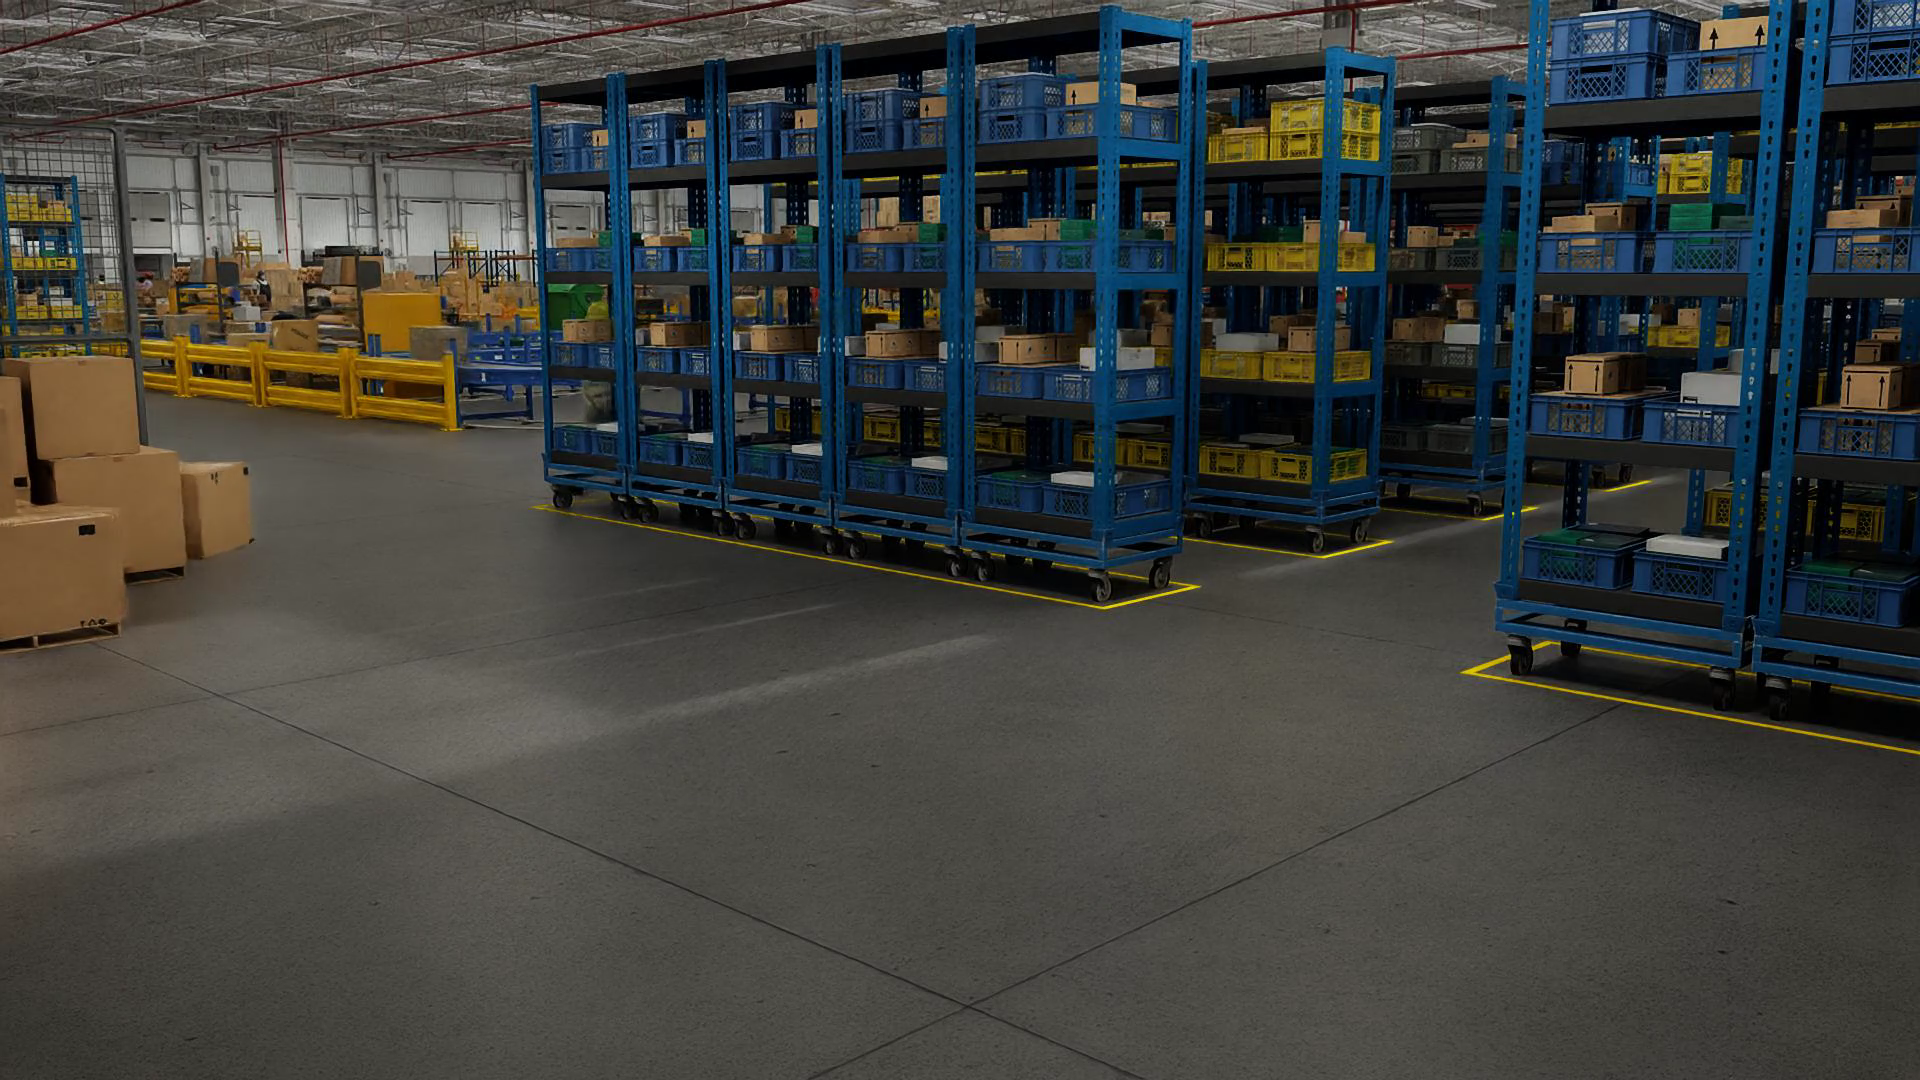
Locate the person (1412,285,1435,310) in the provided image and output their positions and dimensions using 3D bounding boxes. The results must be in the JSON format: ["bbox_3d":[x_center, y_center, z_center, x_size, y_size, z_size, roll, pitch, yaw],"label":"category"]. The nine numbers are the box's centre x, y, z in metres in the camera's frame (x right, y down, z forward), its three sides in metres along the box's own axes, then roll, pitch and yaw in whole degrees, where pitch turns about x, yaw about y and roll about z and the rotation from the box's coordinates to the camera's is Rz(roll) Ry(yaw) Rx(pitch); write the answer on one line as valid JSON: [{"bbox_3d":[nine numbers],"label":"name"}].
[{"bbox_3d":[6.599,-2.819,23.933,0.387,1.996,0.611,3,10,18],"label":"person"}]

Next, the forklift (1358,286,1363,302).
[{"bbox_3d":[11.100,-7.017,46.970,1.873,2.768,1.129,9,13,43],"label":"forklift"}]

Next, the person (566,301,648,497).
[{"bbox_3d":[-3.253,-1.288,15.208,0.614,1.780,0.953,8,12,41],"label":"person"}]

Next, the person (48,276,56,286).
[{"bbox_3d":[-44.538,-12.188,81.589,0.375,1.925,0.595,-9,13,-43],"label":"person"}]

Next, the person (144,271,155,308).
[{"bbox_3d":[-28.327,-8.442,58.379,0.628,1.992,1.006,9,13,44],"label":"person"}]

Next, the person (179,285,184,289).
[{"bbox_3d":[-38.744,-12.286,82.821,0.544,1.712,0.921,9,13,43],"label":"person"}]

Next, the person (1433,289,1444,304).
[{"bbox_3d":[6.602,-2.668,23.640,0.559,1.797,0.933,-5,11,-30],"label":"person"}]

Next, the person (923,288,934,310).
[{"bbox_3d":[-1.209,-8.634,60.575,0.535,1.666,0.677,2,10,13],"label":"person"}]

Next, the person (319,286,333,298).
[{"bbox_3d":[-15.539,-5.502,40.929,0.545,1.818,0.968,4,10,26],"label":"person"}]

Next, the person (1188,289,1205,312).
[{"bbox_3d":[3.612,-3.205,26.595,0.406,1.902,0.636,-5,10,-26],"label":"person"}]

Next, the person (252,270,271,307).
[{"bbox_3d":[-24.175,-8.358,57.757,0.538,2.000,0.681,4,10,24],"label":"person"}]

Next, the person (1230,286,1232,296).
[{"bbox_3d":[9.216,-7.954,55.817,0.808,1.859,0.770,-9,13,-44],"label":"person"}]

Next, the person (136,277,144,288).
[{"bbox_3d":[-38.444,-11.536,78.349,0.546,1.666,0.734,2,10,14],"label":"person"}]

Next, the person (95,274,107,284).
[{"bbox_3d":[-36.821,-10.492,71.458,0.429,1.843,0.627,1,9,3],"label":"person"}]

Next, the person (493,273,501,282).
[{"bbox_3d":[-26.541,-14.452,95.596,0.574,1.886,0.356,-6,11,-32],"label":"person"}]
